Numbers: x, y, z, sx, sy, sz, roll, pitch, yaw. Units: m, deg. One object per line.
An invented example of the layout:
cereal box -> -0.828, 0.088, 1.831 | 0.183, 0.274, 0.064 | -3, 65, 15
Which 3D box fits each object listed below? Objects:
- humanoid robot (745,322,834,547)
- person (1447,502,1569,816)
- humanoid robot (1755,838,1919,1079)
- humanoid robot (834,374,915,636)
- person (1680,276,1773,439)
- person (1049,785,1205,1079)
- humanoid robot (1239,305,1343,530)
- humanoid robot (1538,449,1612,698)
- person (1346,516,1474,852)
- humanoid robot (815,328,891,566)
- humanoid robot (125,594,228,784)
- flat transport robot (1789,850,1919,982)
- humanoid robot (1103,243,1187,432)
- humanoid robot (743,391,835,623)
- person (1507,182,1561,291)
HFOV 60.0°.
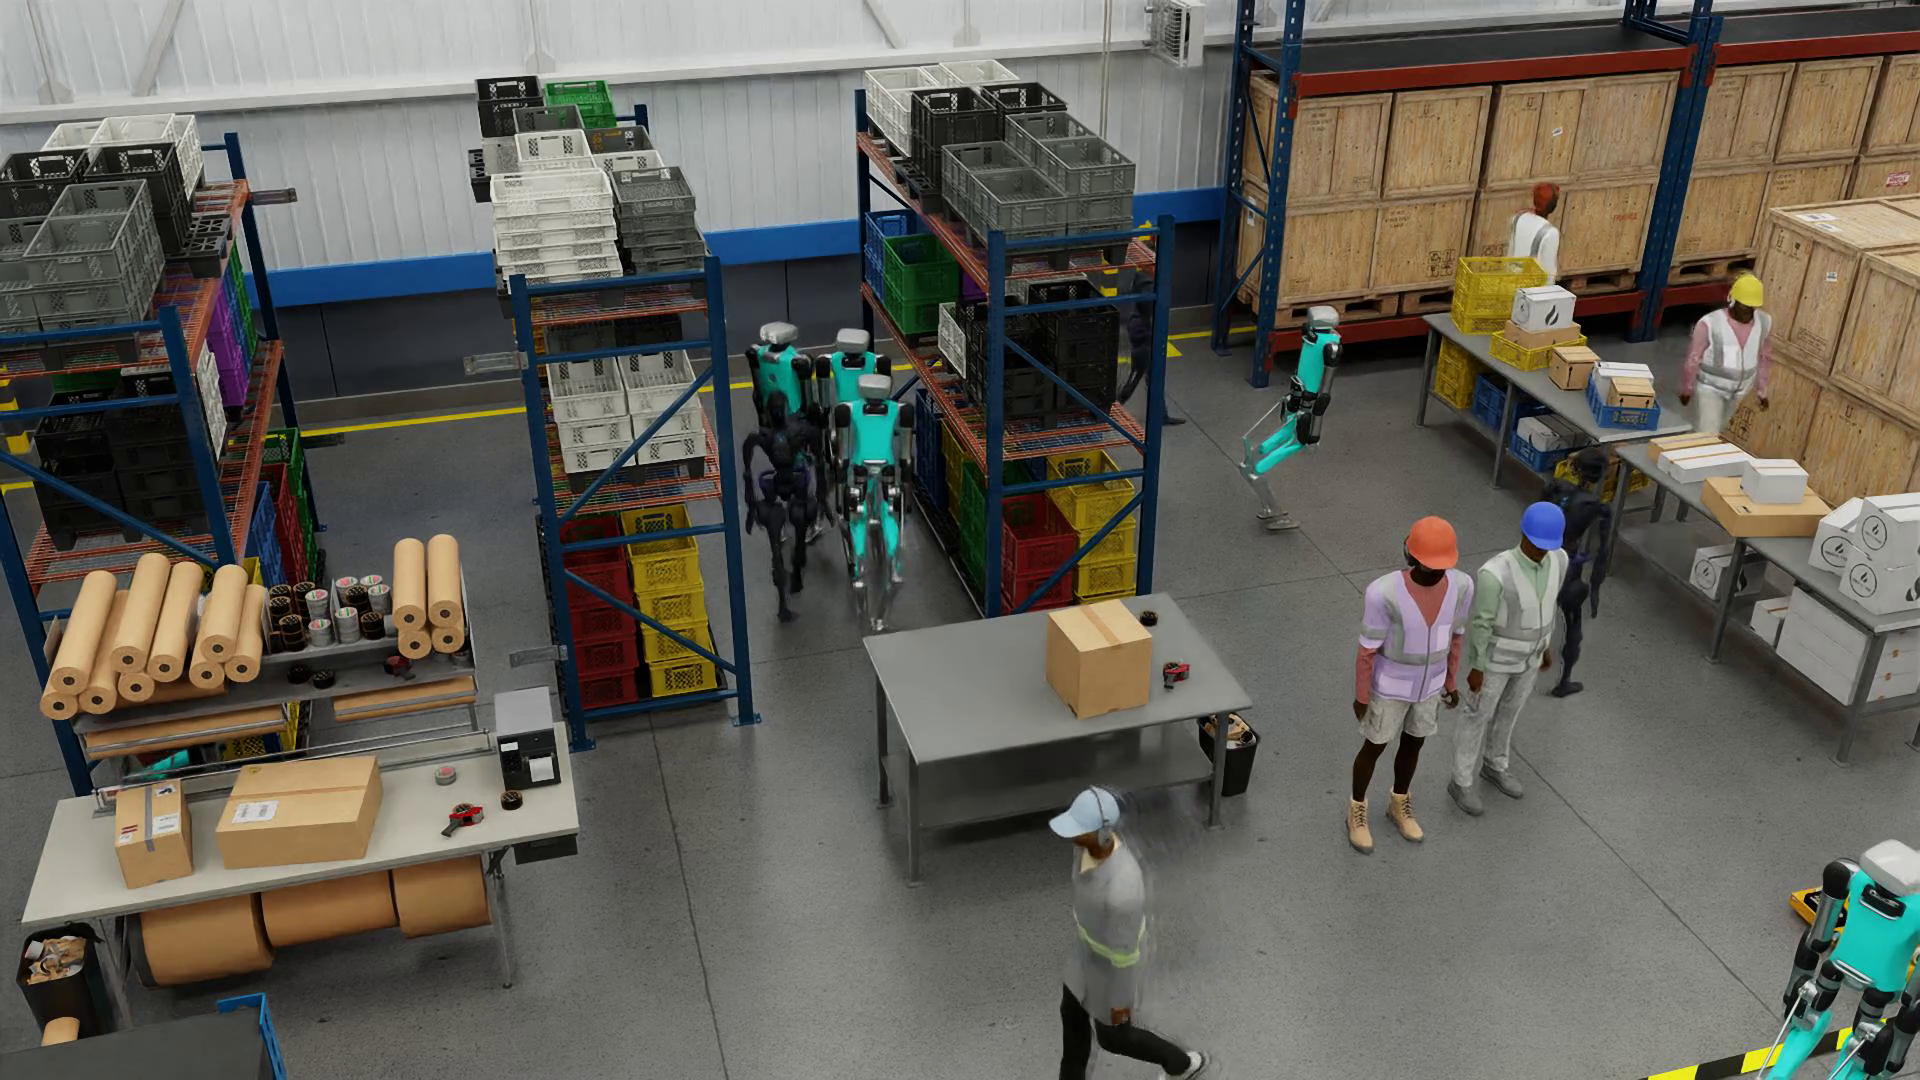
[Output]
humanoid robot -> -1.142, -0.797, 12.068 | 0.541, 1.777, 0.683 | 16, 32, 26
person -> 3.076, 0.638, 9.266 | 0.604, 1.940, 0.406 | -14, 32, -24
humanoid robot -> 3.519, 2.030, 6.803 | 0.735, 1.677, 0.533 | -18, 34, -29
humanoid robot -> -0.549, -0.110, 10.909 | 0.547, 1.830, 0.851 | -2, 29, -3
person -> 5.842, -1.115, 12.602 | 0.595, 1.798, 0.804 | -4, 29, -8
person -> 0.705, 1.798, 7.273 | 0.719, 1.827, 0.598 | -9, 30, -16
humanoid robot -> 2.338, -0.872, 12.121 | 0.734, 1.690, 0.531 | -5, 29, -10
humanoid robot -> 3.722, 0.196, 10.358 | 0.409, 1.640, 0.610 | -17, 33, -29
person -> 2.411, 0.779, 8.905 | 0.612, 2.041, 0.391 | -6, 29, -12
humanoid robot -> -0.731, -0.534, 11.656 | 0.540, 1.851, 0.670 | -2, 29, -4
humanoid robot -> -4.106, 1.118, 8.657 | 1.045, 1.760, 0.551 | -11, 31, -19
flat transport robot -> 5.163, 1.916, 8.676 | 1.431, 0.231, 0.659 | -8, 30, -14
humanoid robot -> 1.516, -1.664, 13.781 | 0.795, 1.623, 0.584 | 1, 29, 2
humanoid robot -> -1.144, -0.268, 11.239 | 0.601, 1.649, 0.687 | -1, 29, -2
person -> 4.979, -2.210, 14.516 | 0.643, 1.868, 0.597 | -8, 30, -15
